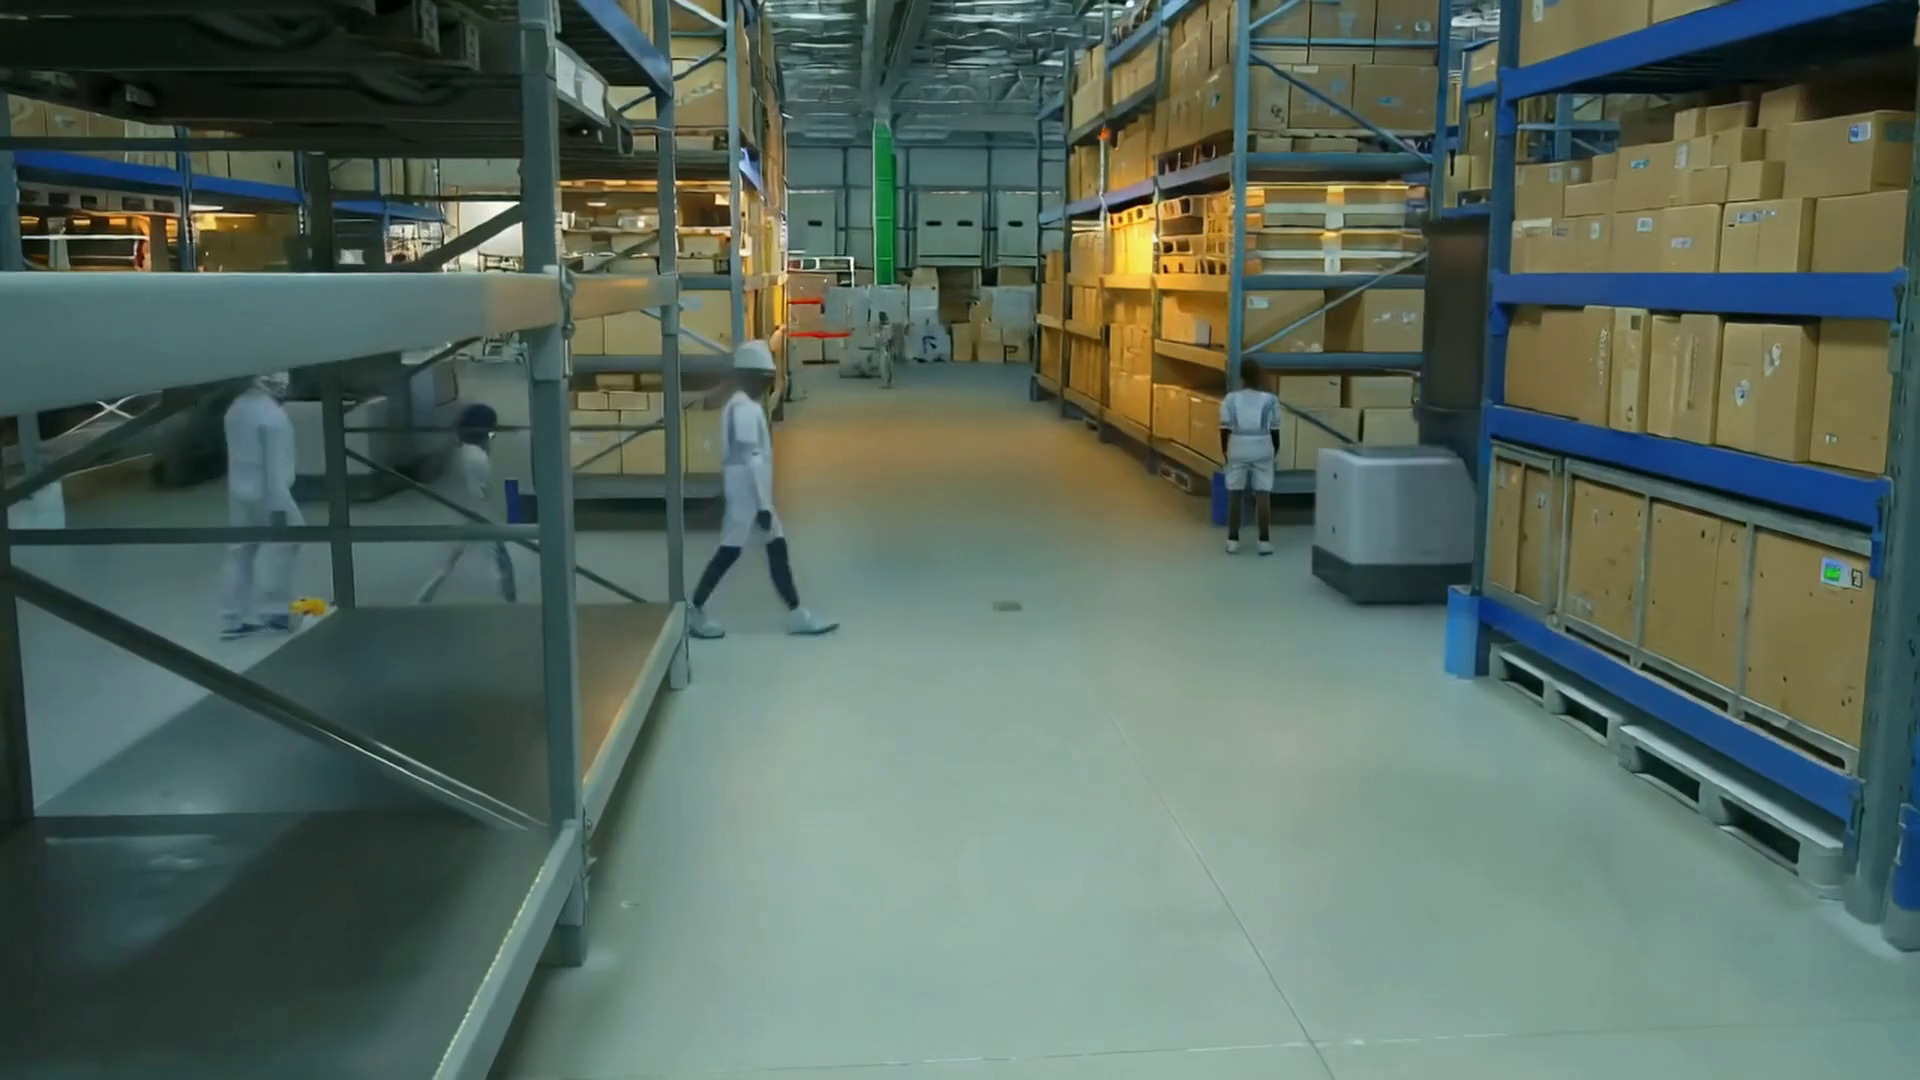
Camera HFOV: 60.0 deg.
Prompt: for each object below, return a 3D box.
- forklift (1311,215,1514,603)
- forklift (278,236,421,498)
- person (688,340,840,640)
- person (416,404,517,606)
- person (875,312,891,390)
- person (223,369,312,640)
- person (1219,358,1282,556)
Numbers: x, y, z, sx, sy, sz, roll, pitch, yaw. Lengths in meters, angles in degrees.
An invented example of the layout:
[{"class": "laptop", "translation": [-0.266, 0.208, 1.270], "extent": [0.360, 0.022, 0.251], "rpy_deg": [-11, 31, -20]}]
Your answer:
[{"class": "forklift", "translation": [3.713, -1.003, 12.429], "extent": [1.873, 2.768, 1.129], "rpy_deg": [-1, 9, -5]}, {"class": "forklift", "translation": [-6.758, -1.919, 18.178], "extent": [1.129, 2.768, 1.873], "rpy_deg": [-1, 9, -4]}, {"class": "person", "translation": [-1.377, -0.312, 10.900], "extent": [1.067, 1.990, 0.631], "rpy_deg": [0, 9, -3]}, {"class": "person", "translation": [-3.214, -0.104, 10.850], "extent": [0.883, 1.583, 0.490], "rpy_deg": [-1, 9, -7]}, {"class": "person", "translation": [-1.597, -3.979, 34.986], "extent": [0.309, 1.645, 0.514], "rpy_deg": [-3, 10, -20]}, {"class": "person", "translation": [-4.595, -0.277, 11.037], "extent": [0.742, 1.858, 0.709], "rpy_deg": [7, 11, 36]}, {"class": "person", "translation": [2.483, -0.704, 14.251], "extent": [0.530, 1.697, 0.321], "rpy_deg": [2, 9, 14]}]
